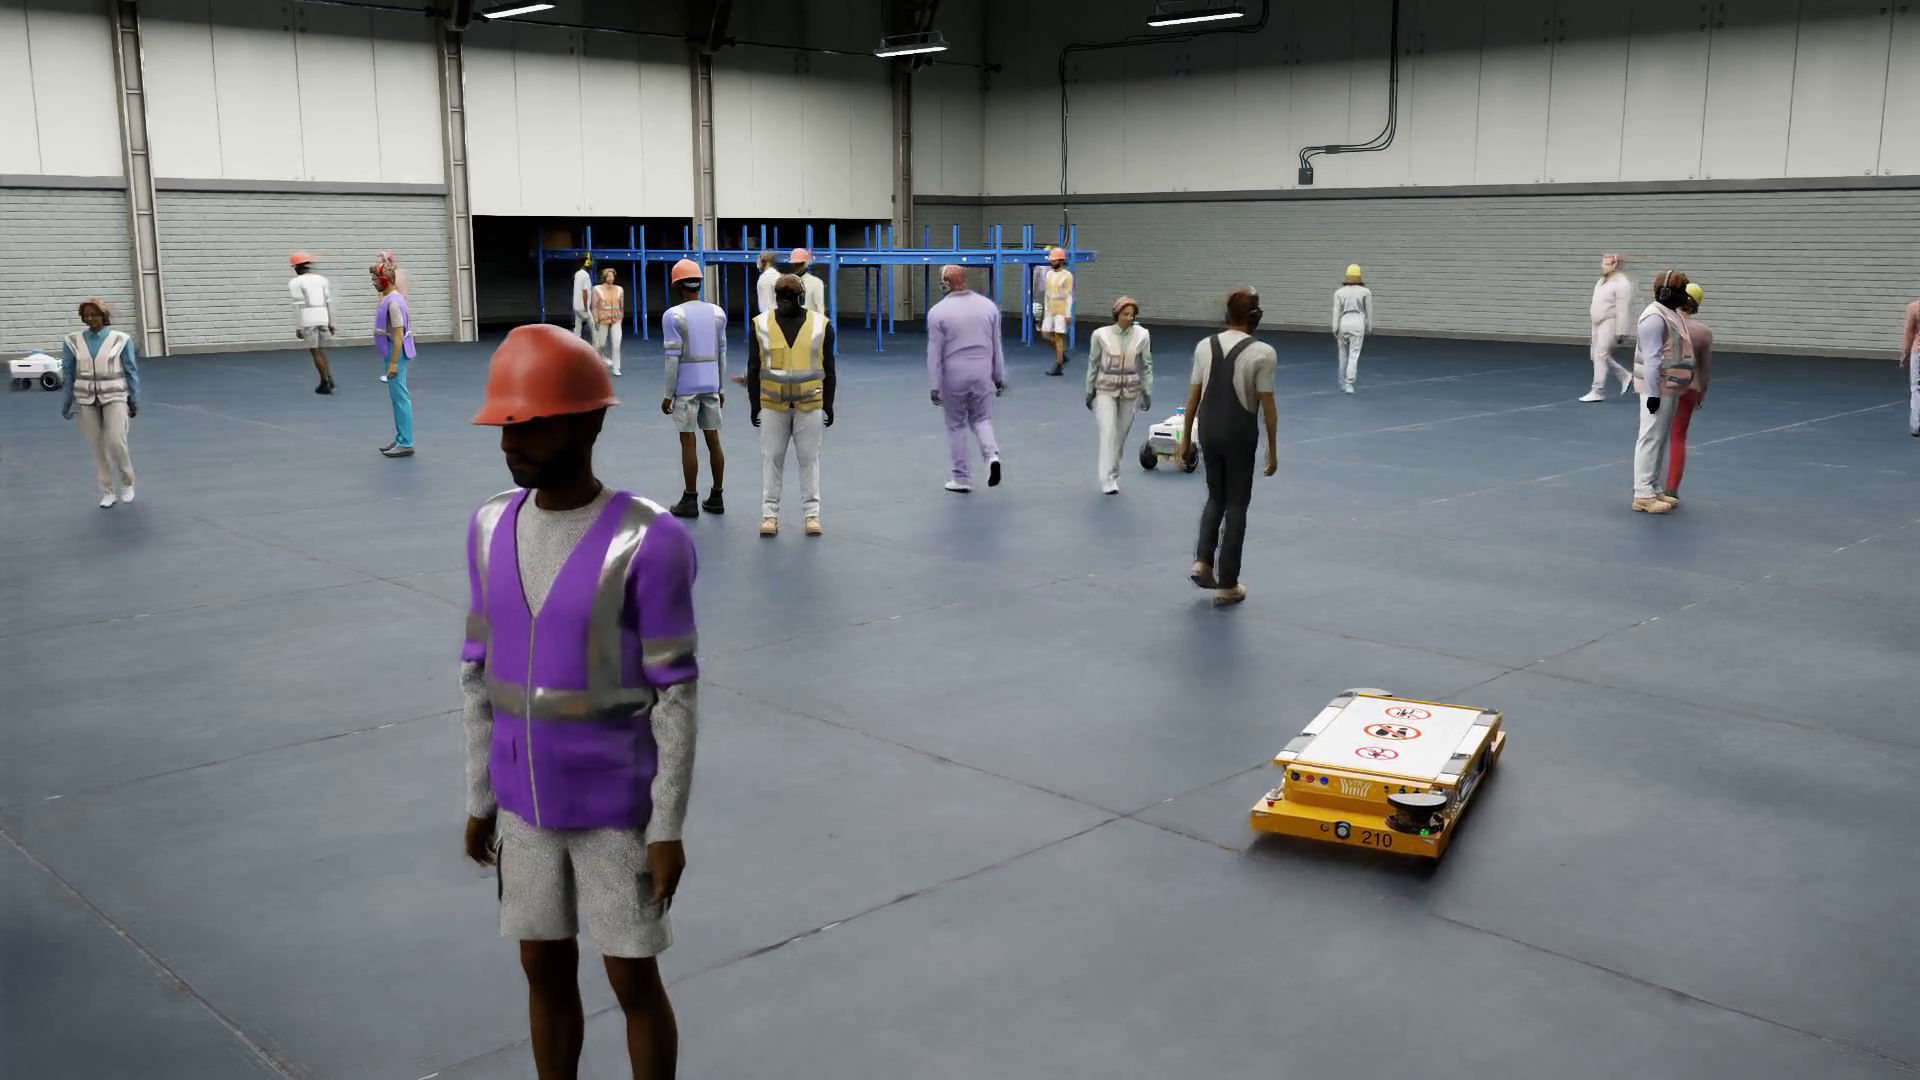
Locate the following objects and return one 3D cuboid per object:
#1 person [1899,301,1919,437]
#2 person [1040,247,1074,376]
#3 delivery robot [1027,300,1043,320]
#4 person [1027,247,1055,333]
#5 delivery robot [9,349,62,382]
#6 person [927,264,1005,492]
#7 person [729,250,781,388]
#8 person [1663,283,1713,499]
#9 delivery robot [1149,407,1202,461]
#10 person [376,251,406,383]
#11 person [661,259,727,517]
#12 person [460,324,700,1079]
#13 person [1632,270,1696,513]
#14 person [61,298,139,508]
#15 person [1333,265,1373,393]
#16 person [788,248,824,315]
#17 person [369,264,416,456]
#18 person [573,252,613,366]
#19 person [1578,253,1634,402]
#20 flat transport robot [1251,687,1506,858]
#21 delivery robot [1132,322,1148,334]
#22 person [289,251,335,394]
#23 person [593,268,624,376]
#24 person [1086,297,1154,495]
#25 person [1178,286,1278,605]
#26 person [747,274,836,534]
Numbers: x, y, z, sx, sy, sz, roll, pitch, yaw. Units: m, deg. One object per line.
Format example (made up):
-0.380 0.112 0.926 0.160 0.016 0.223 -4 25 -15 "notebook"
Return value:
10.201 -1.945 17.501 0.565 1.751 0.479 6 12 29 "person"
1.472 -3.463 25.216 0.423 1.928 0.563 -9 14 -40 "person"
1.830 -5.555 40.233 0.477 0.478 0.707 -4 11 -20 "delivery robot"
1.835 -5.421 36.078 0.715 1.855 1.002 -4 11 -22 "person"
-12.705 -2.387 22.962 0.707 0.478 0.477 0 10 -2 "delivery robot"
0.056 -1.325 13.711 0.673 1.877 0.548 -5 11 -25 "person"
-2.730 -3.040 22.982 0.975 1.891 0.660 3 11 16 "person"
5.790 -1.199 13.420 0.535 1.720 0.531 1 10 7 "person"
2.038 -0.971 15.239 0.477 0.478 0.707 8 13 37 "delivery robot"
-8.245 -3.222 24.022 0.471 1.890 0.658 -1 10 -5 "person"
-2.027 -1.151 12.615 0.542 1.928 0.374 -9 14 -41 "person"
-0.805 0.528 3.433 0.551 1.935 0.370 5 11 23 "person"
5.429 -1.150 12.842 0.429 1.842 0.637 7 12 33 "person"
-6.692 -1.060 12.946 0.520 1.626 0.382 -2 11 -9 "person"
5.337 -2.867 22.581 0.497 1.699 0.875 5 11 24 "person"
-1.994 -2.680 20.914 0.644 1.937 1.012 5 11 23 "person"
-5.456 -1.741 16.073 0.388 1.837 0.563 -4 11 -22 "person"
-5.919 -3.660 26.558 0.891 1.826 0.550 -7 13 -34 "person"
8.308 -2.715 21.239 0.707 1.890 0.654 -1 10 -3 "person"
1.639 0.846 6.357 0.652 0.197 1.431 5 12 26 "flat transport robot"
3.208 -3.727 30.266 0.477 0.478 0.707 3 11 16 "delivery robot"
-8.717 -2.922 22.345 0.551 1.897 0.556 7 12 32 "person"
-5.349 -3.317 25.248 0.514 1.619 0.633 -6 12 -29 "person"
1.313 -1.174 13.597 0.533 1.609 0.679 -2 11 -11 "person"
1.555 -0.552 9.637 0.585 1.820 0.427 7 13 35 "person"
-1.190 -0.955 11.790 0.625 1.840 0.430 -1 10 -4 "person"
